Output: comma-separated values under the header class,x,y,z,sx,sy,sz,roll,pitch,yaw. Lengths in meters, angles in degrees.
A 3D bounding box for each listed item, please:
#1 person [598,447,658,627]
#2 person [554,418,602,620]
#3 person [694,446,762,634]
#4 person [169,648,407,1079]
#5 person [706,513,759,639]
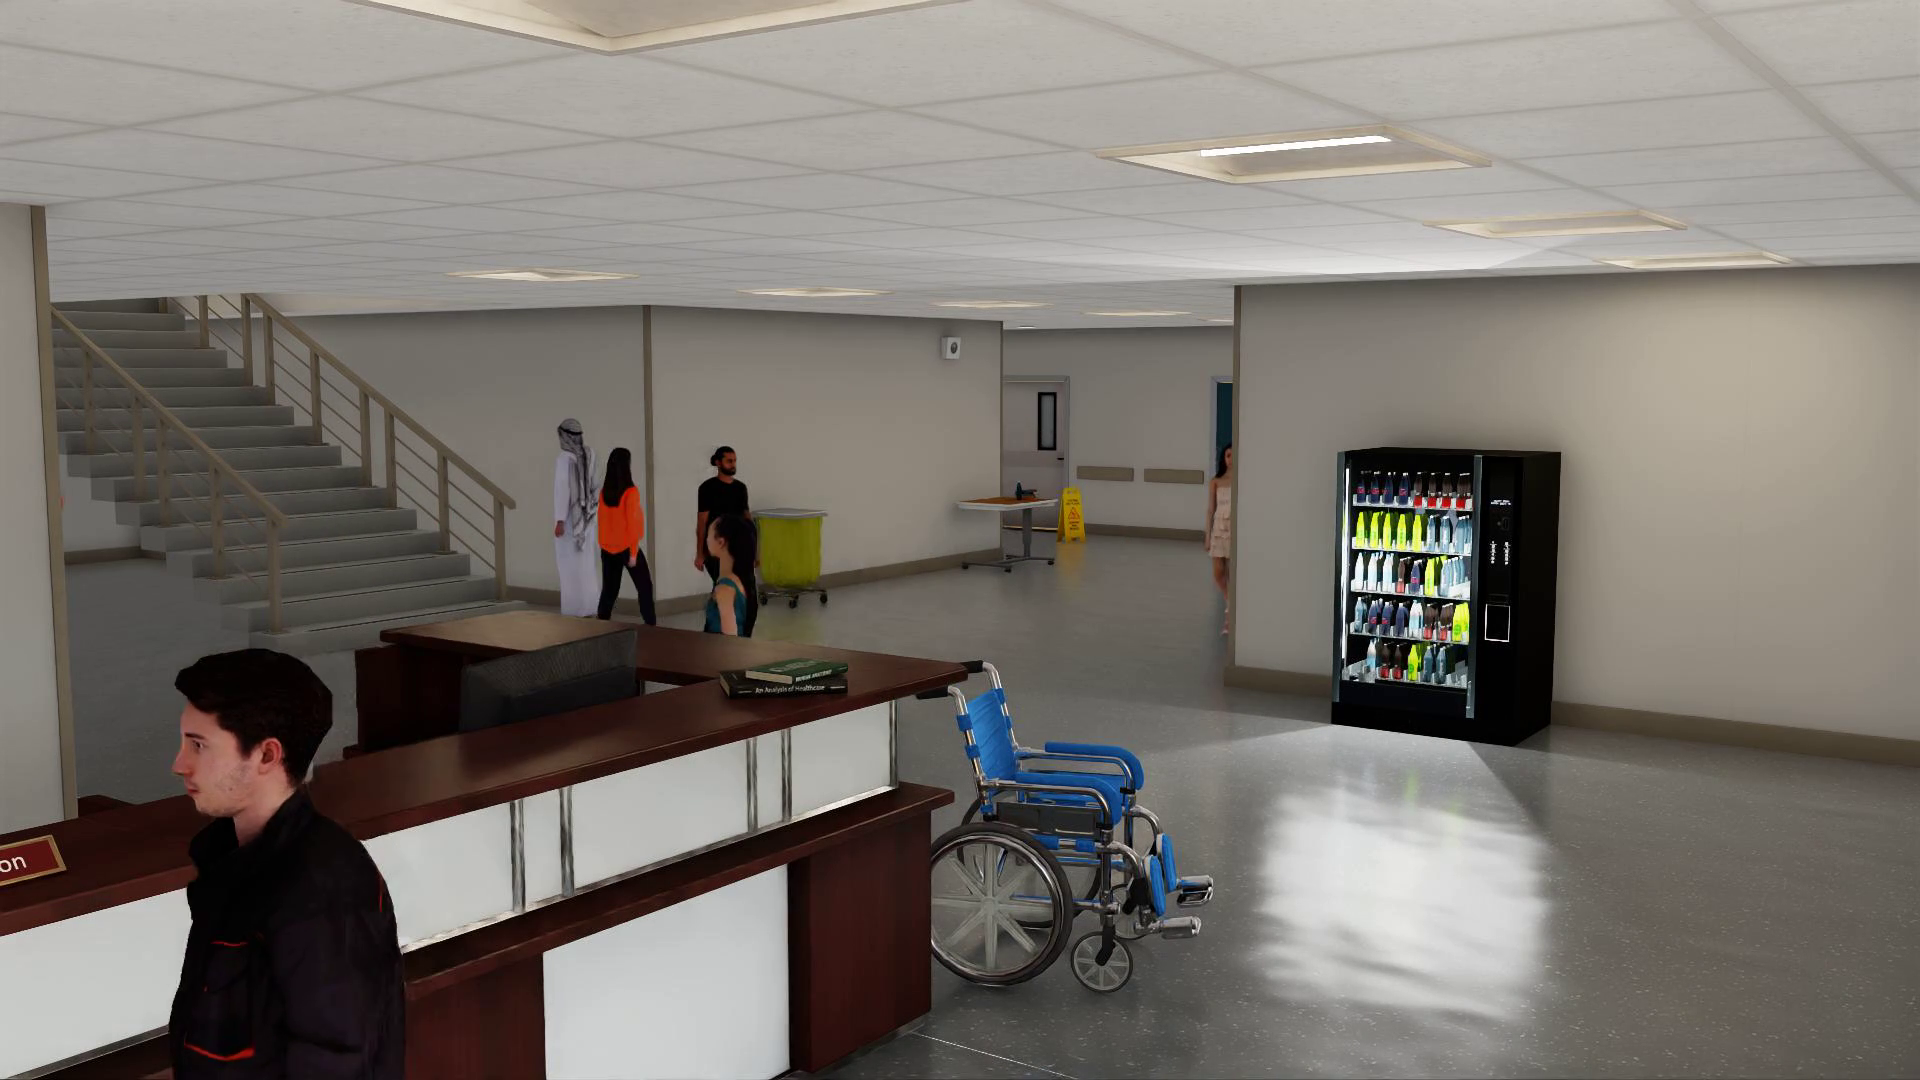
class,x,y,z,sx,sy,sz,roll,pitch,yaw
person,-2.840,0.124,13.598,0.845,1.727,0.724,4,7,38
person,-3.629,-0.186,15.677,0.702,1.926,0.748,2,6,22
person,-1.995,0.118,13.657,1.055,1.726,0.695,5,7,39
person,-1.006,1.119,2.761,0.827,1.915,0.680,-5,8,-43
person,-0.998,0.727,7.999,1.082,1.646,0.769,2,6,15
